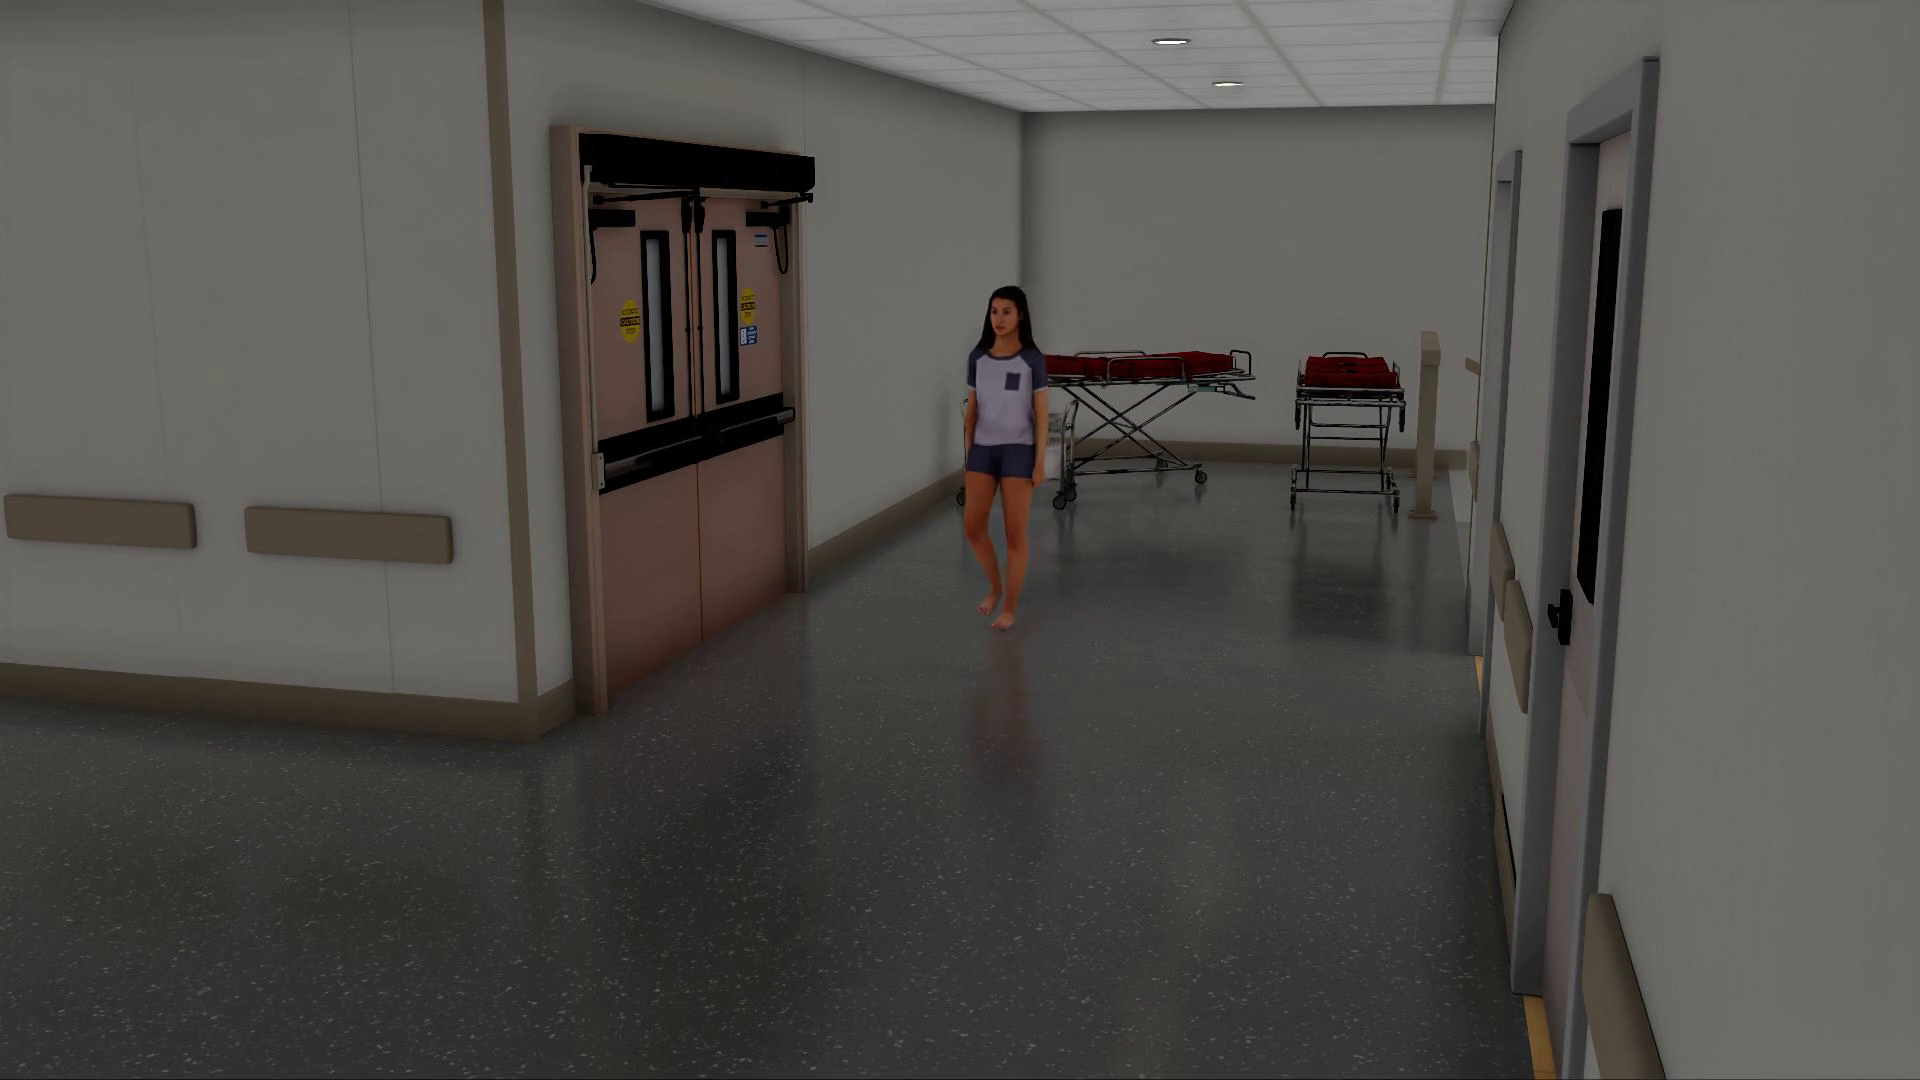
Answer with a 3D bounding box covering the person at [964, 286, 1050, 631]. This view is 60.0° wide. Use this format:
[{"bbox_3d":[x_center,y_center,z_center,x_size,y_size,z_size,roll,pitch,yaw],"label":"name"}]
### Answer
[{"bbox_3d":[0.250,-0.418,8.447,0.611,1.725,0.599,4,11,20],"label":"person"}]
